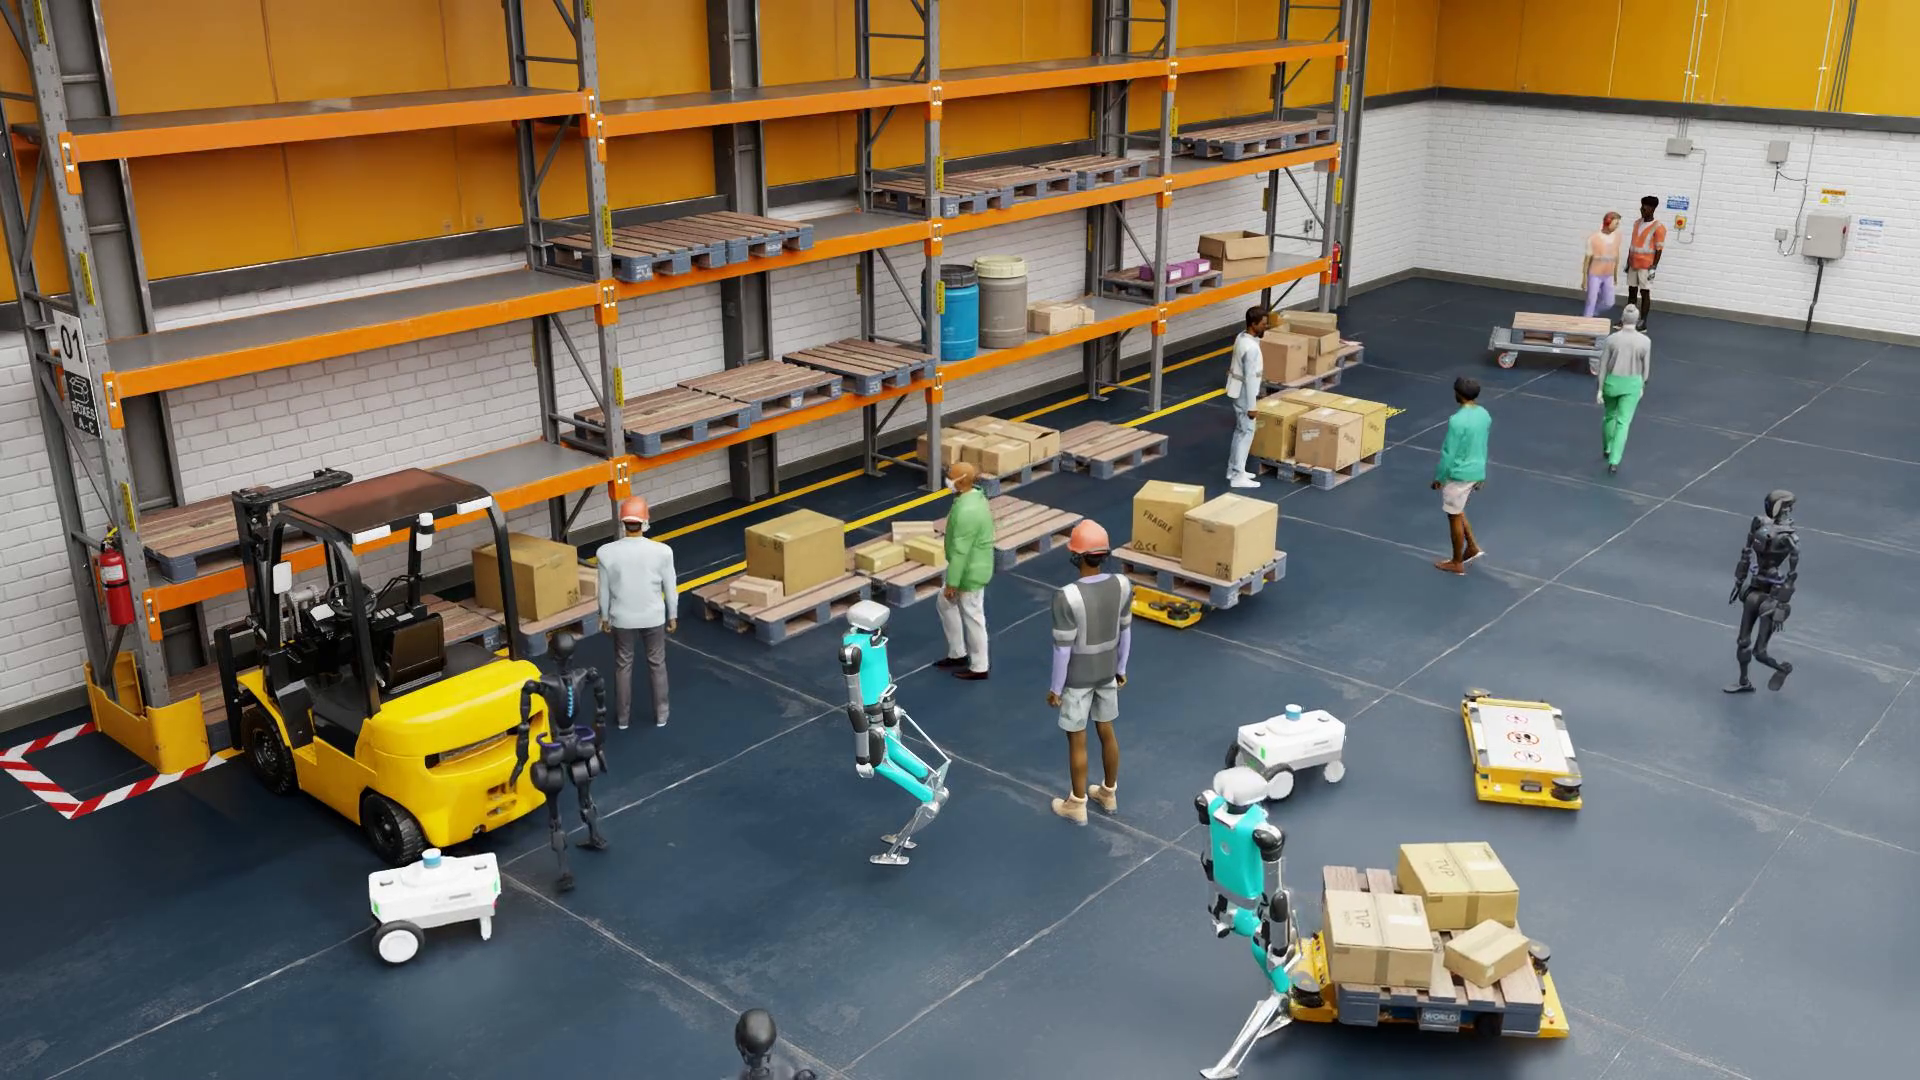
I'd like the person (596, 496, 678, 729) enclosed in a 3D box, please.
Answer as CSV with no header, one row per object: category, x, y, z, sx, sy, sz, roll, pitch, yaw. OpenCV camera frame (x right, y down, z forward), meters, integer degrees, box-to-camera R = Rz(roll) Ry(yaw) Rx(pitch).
person,-2.317,0.523,12.009,0.574,1.737,0.351,-3,20,-7

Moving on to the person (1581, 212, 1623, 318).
person,8.946,-3.688,23.294,0.598,1.826,0.487,-6,21,-15

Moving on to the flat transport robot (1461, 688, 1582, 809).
flat transport robot,3.909,1.446,11.632,0.659,0.231,1.431,4,21,11

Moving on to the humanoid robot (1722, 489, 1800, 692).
humanoid robot,6.079,0.388,12.464,0.460,1.638,0.590,-5,21,-14

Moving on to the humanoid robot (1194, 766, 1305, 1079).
humanoid robot,1.546,1.875,8.337,0.993,1.718,0.532,-14,25,-33

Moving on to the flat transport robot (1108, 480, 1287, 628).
flat transport robot,2.047,0.407,14.448,0.659,0.231,1.431,16,26,37

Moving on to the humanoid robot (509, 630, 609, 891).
humanoid robot,-2.434,1.290,10.060,0.617,1.646,0.551,-13,24,-31

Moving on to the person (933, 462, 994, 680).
person,-0.036,0.245,12.718,0.593,1.763,0.577,2,20,5

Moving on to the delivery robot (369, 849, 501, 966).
delivery robot,-3.030,2.054,9.562,0.754,0.587,0.524,-7,21,-18

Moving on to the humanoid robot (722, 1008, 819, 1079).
humanoid robot,-0.790,2.588,6.513,0.612,1.647,0.357,-9,22,-22

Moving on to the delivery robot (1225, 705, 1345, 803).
delivery robot,2.231,1.408,11.304,0.754,0.581,0.499,-9,22,-22

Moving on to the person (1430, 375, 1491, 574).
person,4.480,-0.572,14.853,0.490,1.832,0.464,-19,27,-41

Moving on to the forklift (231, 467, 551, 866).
forklift,-3.730,0.710,10.856,2.313,2.155,1.214,17,26,38

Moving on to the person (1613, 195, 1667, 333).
person,9.751,-3.946,23.795,0.368,1.965,0.601,-7,22,-19

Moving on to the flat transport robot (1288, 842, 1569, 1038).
flat transport robot,2.513,2.395,9.062,1.431,0.231,0.659,2,20,7

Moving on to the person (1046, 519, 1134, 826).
person,0.809,0.848,10.698,0.613,2.040,0.389,-13,24,-31

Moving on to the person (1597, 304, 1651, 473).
person,7.096,-1.653,17.845,0.488,1.788,0.963,10,23,26

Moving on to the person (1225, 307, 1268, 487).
person,2.952,-1.480,17.204,0.402,1.906,0.596,0,20,0

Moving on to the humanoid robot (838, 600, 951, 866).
humanoid robot,-0.334,1.189,10.016,0.735,1.677,0.533,7,21,18
